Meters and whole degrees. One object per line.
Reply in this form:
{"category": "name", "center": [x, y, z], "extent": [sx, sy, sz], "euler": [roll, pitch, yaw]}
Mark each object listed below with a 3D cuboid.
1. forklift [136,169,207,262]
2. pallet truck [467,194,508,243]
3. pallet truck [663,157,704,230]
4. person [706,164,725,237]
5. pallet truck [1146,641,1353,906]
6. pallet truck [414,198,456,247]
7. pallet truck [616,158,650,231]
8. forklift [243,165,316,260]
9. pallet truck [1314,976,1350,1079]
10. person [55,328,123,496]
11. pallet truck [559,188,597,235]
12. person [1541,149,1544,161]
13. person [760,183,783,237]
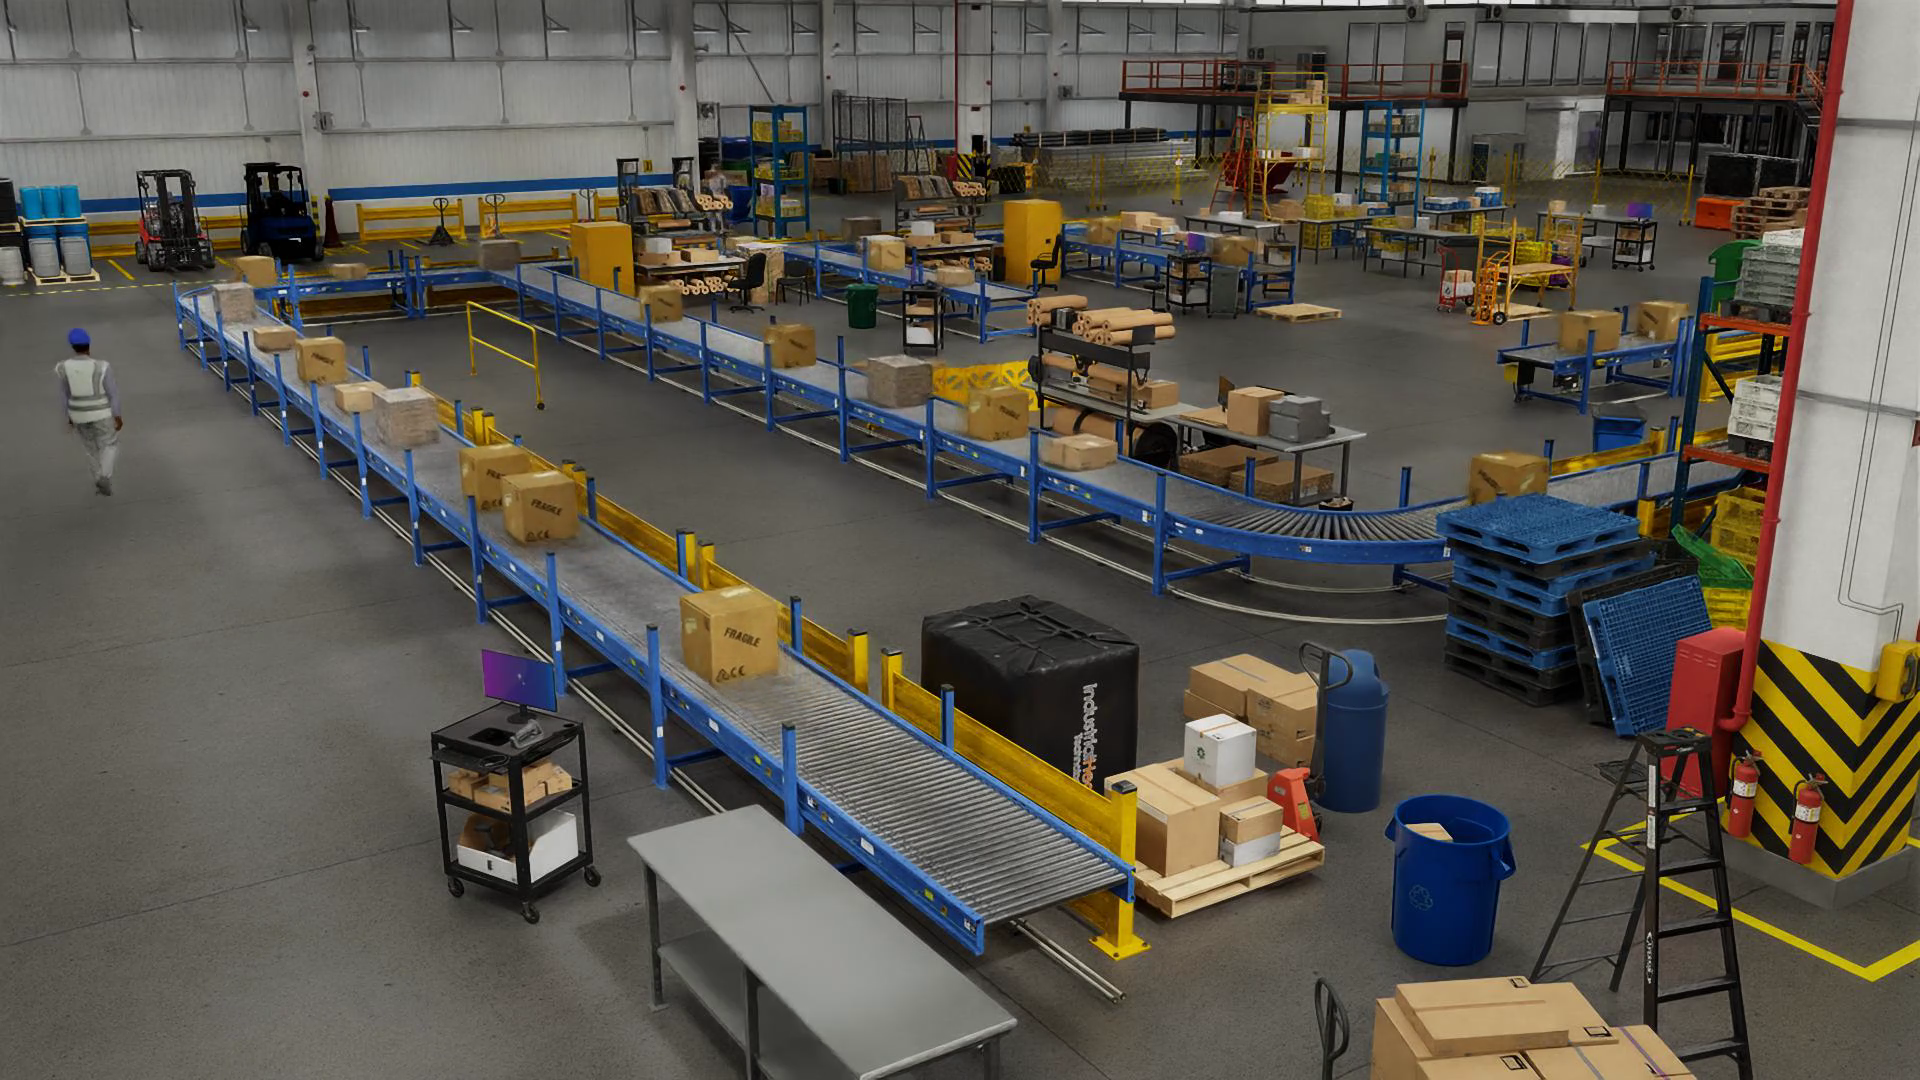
{"category": "forklift", "center": [-17.842, -7.318, 37.559], "extent": [1.157, 1.987, 2.680], "euler": [-10, 20, -31]}
{"category": "pallet truck", "center": [-11.983, -8.177, 42.137], "extent": [0.704, 1.261, 1.522], "euler": [-11, 20, -33]}
{"category": "pallet truck", "center": [-7.586, -9.308, 44.692], "extent": [0.823, 1.965, 1.885], "euler": [-11, 20, -33]}
{"category": "person", "center": [-6.416, -8.845, 43.339], "extent": [0.577, 1.878, 0.686], "euler": [-10, 20, -31]}
{"category": "pallet truck", "center": [1.664, 1.407, 10.232], "extent": [1.630, 1.274, 0.653], "euler": [-10, 20, -31]}
{"category": "pallet truck", "center": [-13.250, -8.060, 41.856], "extent": [0.680, 1.201, 1.601], "euler": [-10, 20, -31]}
{"category": "pallet truck", "center": [-8.918, -9.176, 44.255], "extent": [0.823, 1.965, 1.885], "euler": [-9, 19, -27]}
{"category": "forklift", "center": [-15.898, -7.669, 38.708], "extent": [1.157, 1.987, 2.680], "euler": [-11, 20, -33]}
{"category": "pallet truck", "center": [2.299, 2.390, 7.086], "extent": [1.601, 1.201, 0.680], "euler": [-2, 17, -7]}
{"category": "person", "center": [-9.670, -1.403, 18.516], "extent": [0.630, 1.925, 0.669], "euler": [-2, 17, -7]}
{"category": "pallet truck", "center": [-10.010, -8.652, 43.699], "extent": [0.653, 1.274, 1.630], "euler": [-10, 20, -31]}
{"category": "person", "center": [21.875, -14.503, 62.602], "extent": [0.501, 1.623, 0.292], "euler": [7, 18, 22]}
{"category": "person", "center": [-4.644, -8.279, 41.189], "extent": [0.609, 2.044, 0.396], "euler": [-7, 18, -21]}
